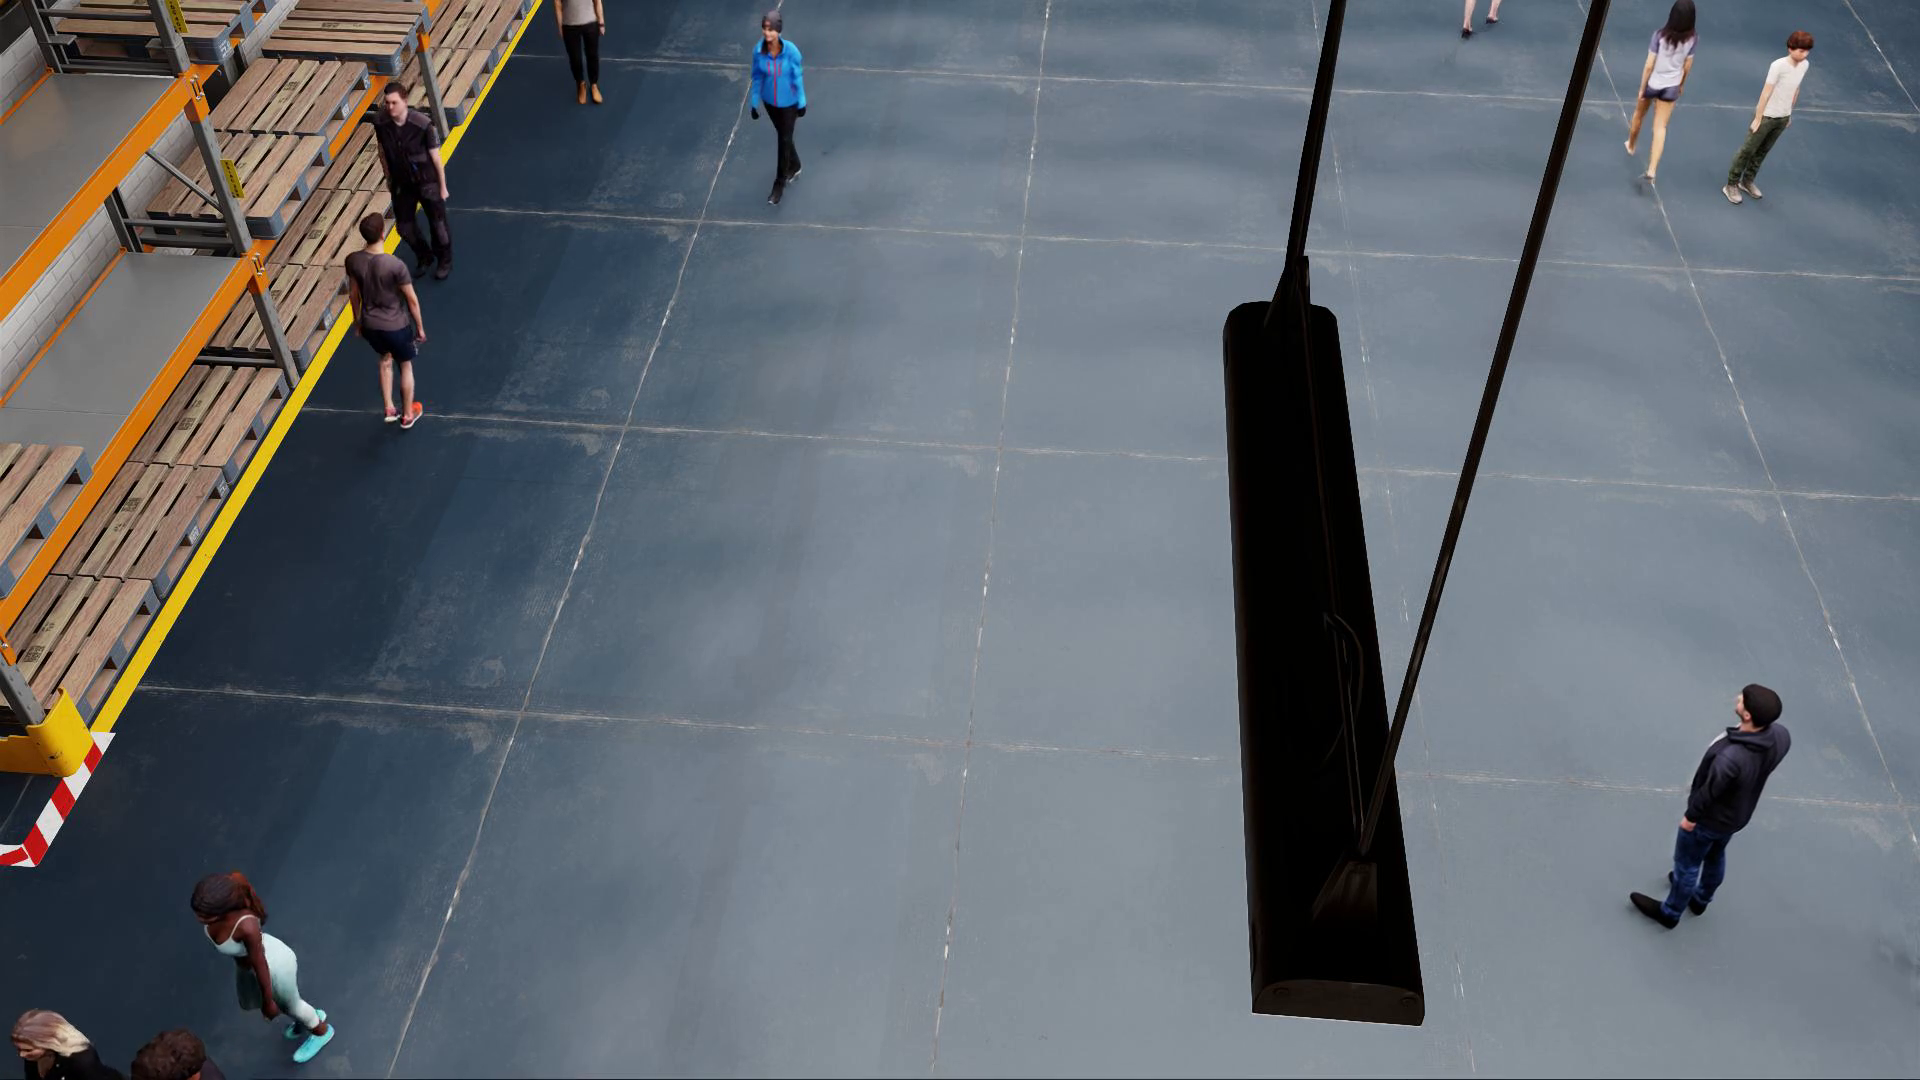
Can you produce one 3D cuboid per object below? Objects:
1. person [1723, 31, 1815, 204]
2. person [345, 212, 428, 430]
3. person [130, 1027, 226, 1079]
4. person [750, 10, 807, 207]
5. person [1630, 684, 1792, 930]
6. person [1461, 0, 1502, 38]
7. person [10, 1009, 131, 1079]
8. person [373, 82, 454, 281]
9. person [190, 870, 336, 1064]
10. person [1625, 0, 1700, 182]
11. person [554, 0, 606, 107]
[{"bbox_3d":[7.428,-3.889,15.221,0.655,1.653,0.658,-14,45,-14],"label":"person"},{"bbox_3d":[-4.405,-1.587,12.677,0.709,1.830,0.734,2,44,2],"label":"person"},{"bbox_3d":[-3.483,2.804,8.104,0.924,1.780,0.848,-31,52,-28],"label":"person"},{"bbox_3d":[-1.614,-4.044,15.306,0.849,1.761,1.145,15,46,15],"label":"person"},{"bbox_3d":[4.284,1.521,9.374,0.756,1.886,0.774,-21,48,-21],"label":"person"},{"bbox_3d":[5.561,-6.152,17.485,0.863,1.807,0.974,28,50,26],"label":"person"},{"bbox_3d":[-4.223,2.718,8.294,0.841,1.642,1.204,11,45,11],"label":"person"},{"bbox_3d":[-4.637,-3.115,14.273,0.730,1.841,0.622,5,44,5],"label":"person"},{"bbox_3d":[-3.601,2.215,8.778,0.731,1.703,0.778,35,53,31],"label":"person"},{"bbox_3d":[6.544,-4.164,15.479,0.648,1.697,1.142,7,44,7],"label":"person"},{"bbox_3d":[-3.790,-5.186,16.543,0.716,1.708,0.731,-12,45,-13],"label":"person"}]
